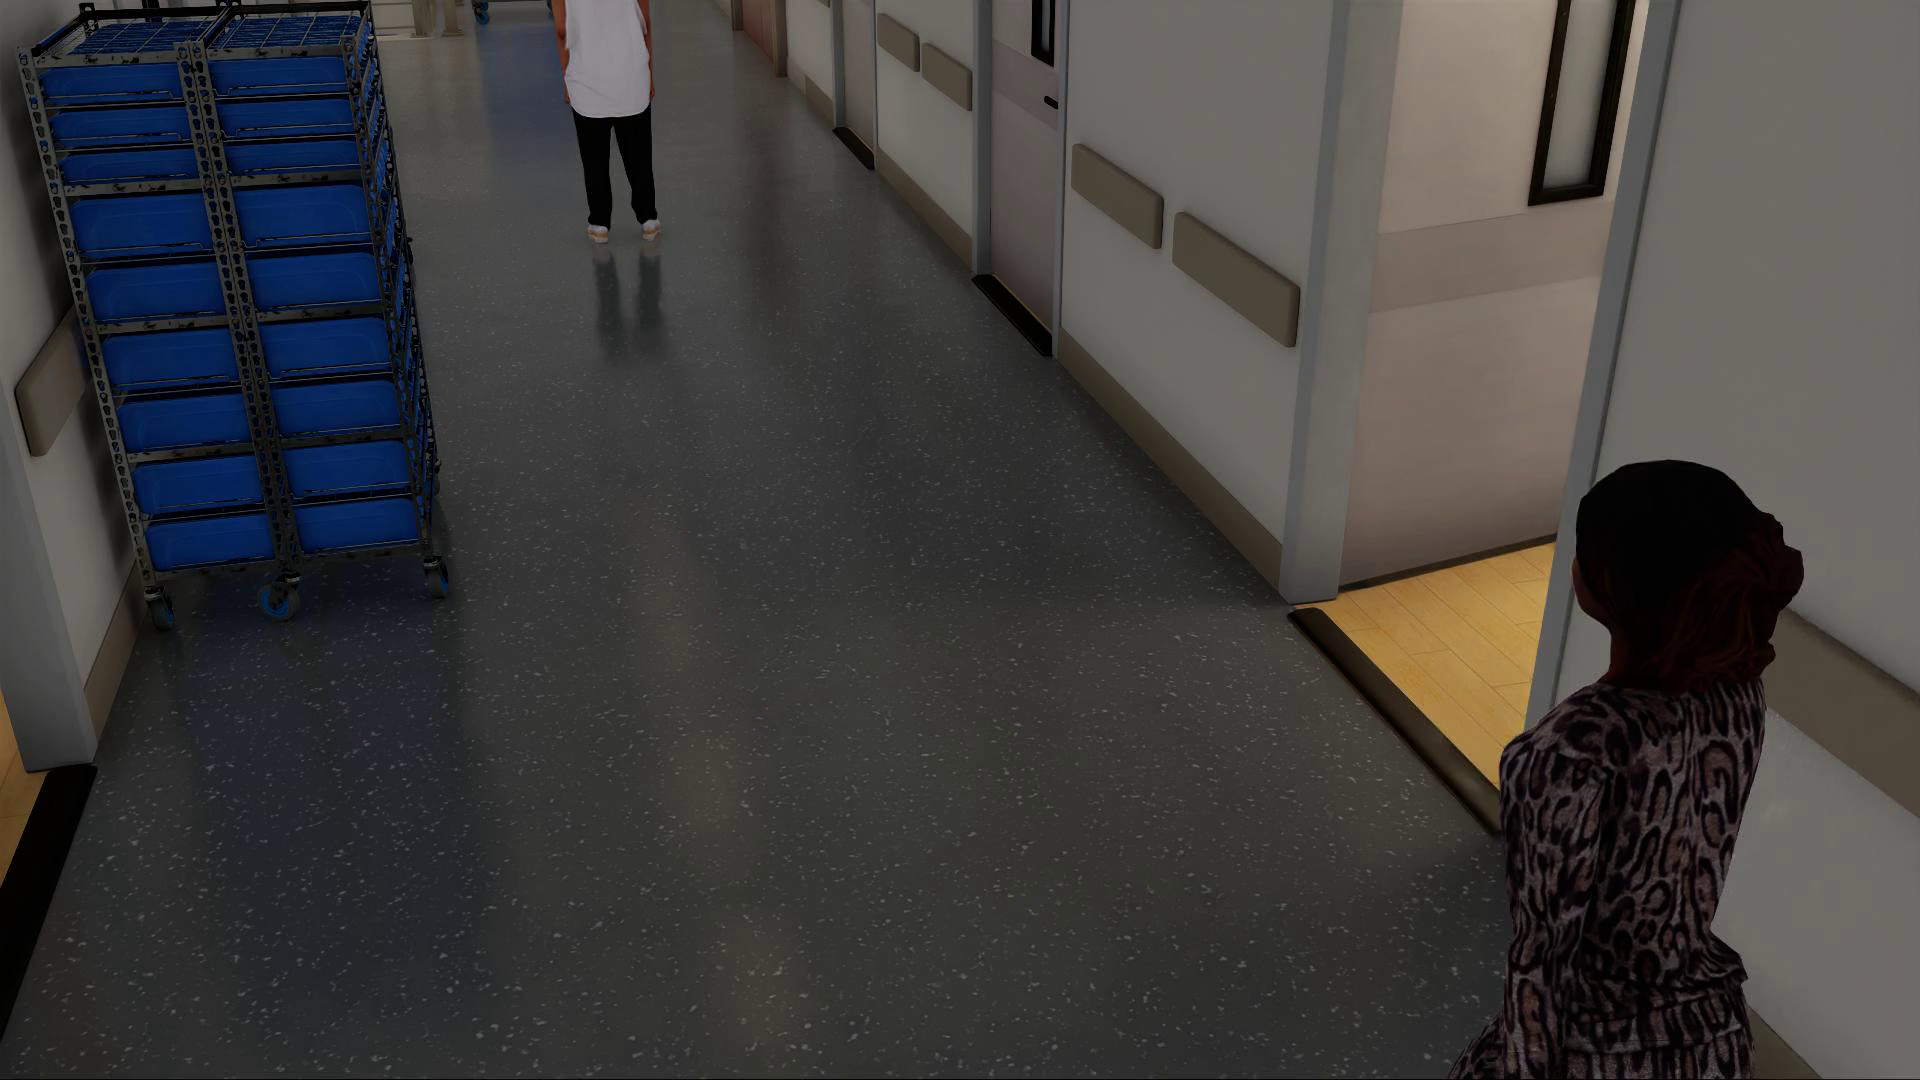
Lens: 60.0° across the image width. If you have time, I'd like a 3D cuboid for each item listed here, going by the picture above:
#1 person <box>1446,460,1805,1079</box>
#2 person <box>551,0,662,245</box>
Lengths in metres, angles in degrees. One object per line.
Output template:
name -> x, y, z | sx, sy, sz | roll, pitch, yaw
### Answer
person -> 0.905, 0.748, 2.194 | 0.670, 1.672, 0.998 | -11, 28, -21
person -> -1.860, -2.424, 8.755 | 0.647, 1.687, 0.600 | -6, 26, -11
